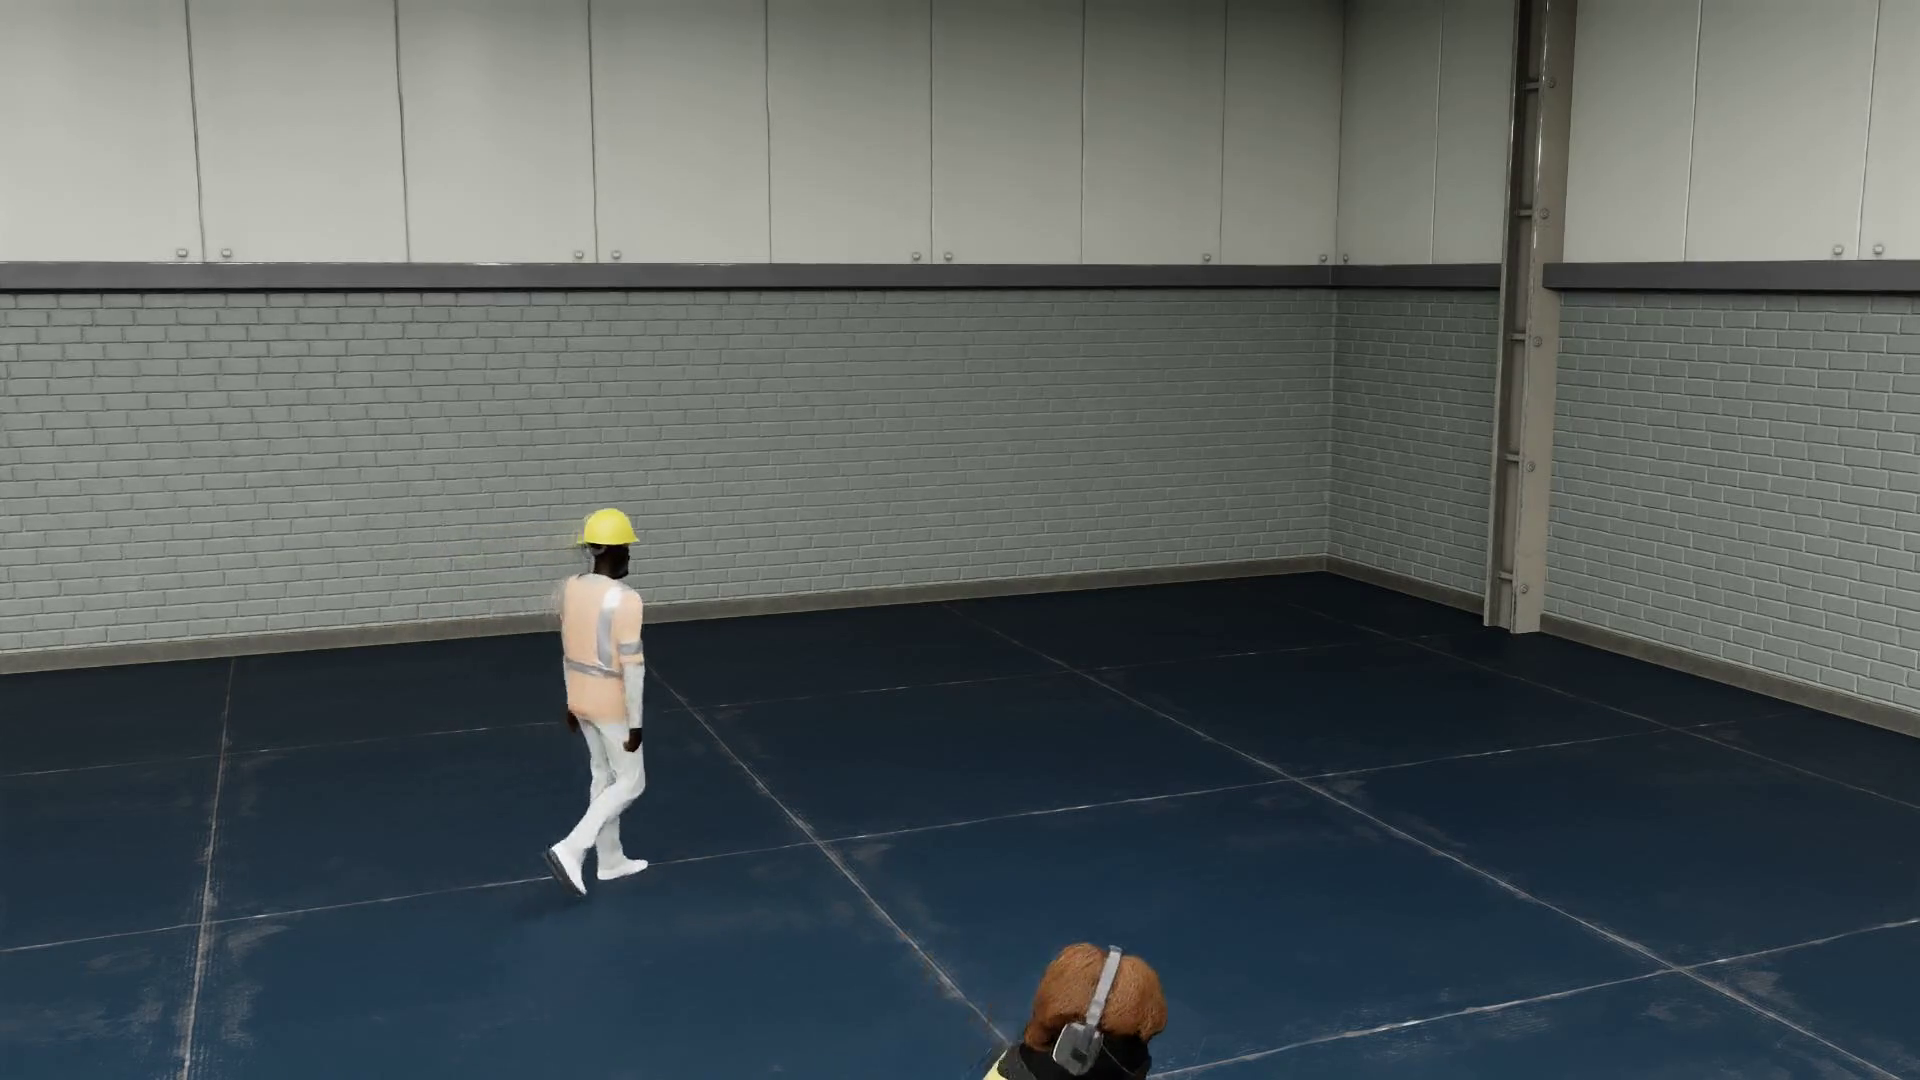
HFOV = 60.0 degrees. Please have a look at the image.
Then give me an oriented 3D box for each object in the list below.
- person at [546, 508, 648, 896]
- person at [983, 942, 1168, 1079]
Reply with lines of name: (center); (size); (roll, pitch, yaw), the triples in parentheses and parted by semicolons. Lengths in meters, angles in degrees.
person: (-1.780, 0.802, 8.117); (0.592, 1.911, 0.608); (7, 12, 38)
person: (0.156, 1.645, 3.130); (0.526, 1.807, 0.691); (2, 9, 15)
